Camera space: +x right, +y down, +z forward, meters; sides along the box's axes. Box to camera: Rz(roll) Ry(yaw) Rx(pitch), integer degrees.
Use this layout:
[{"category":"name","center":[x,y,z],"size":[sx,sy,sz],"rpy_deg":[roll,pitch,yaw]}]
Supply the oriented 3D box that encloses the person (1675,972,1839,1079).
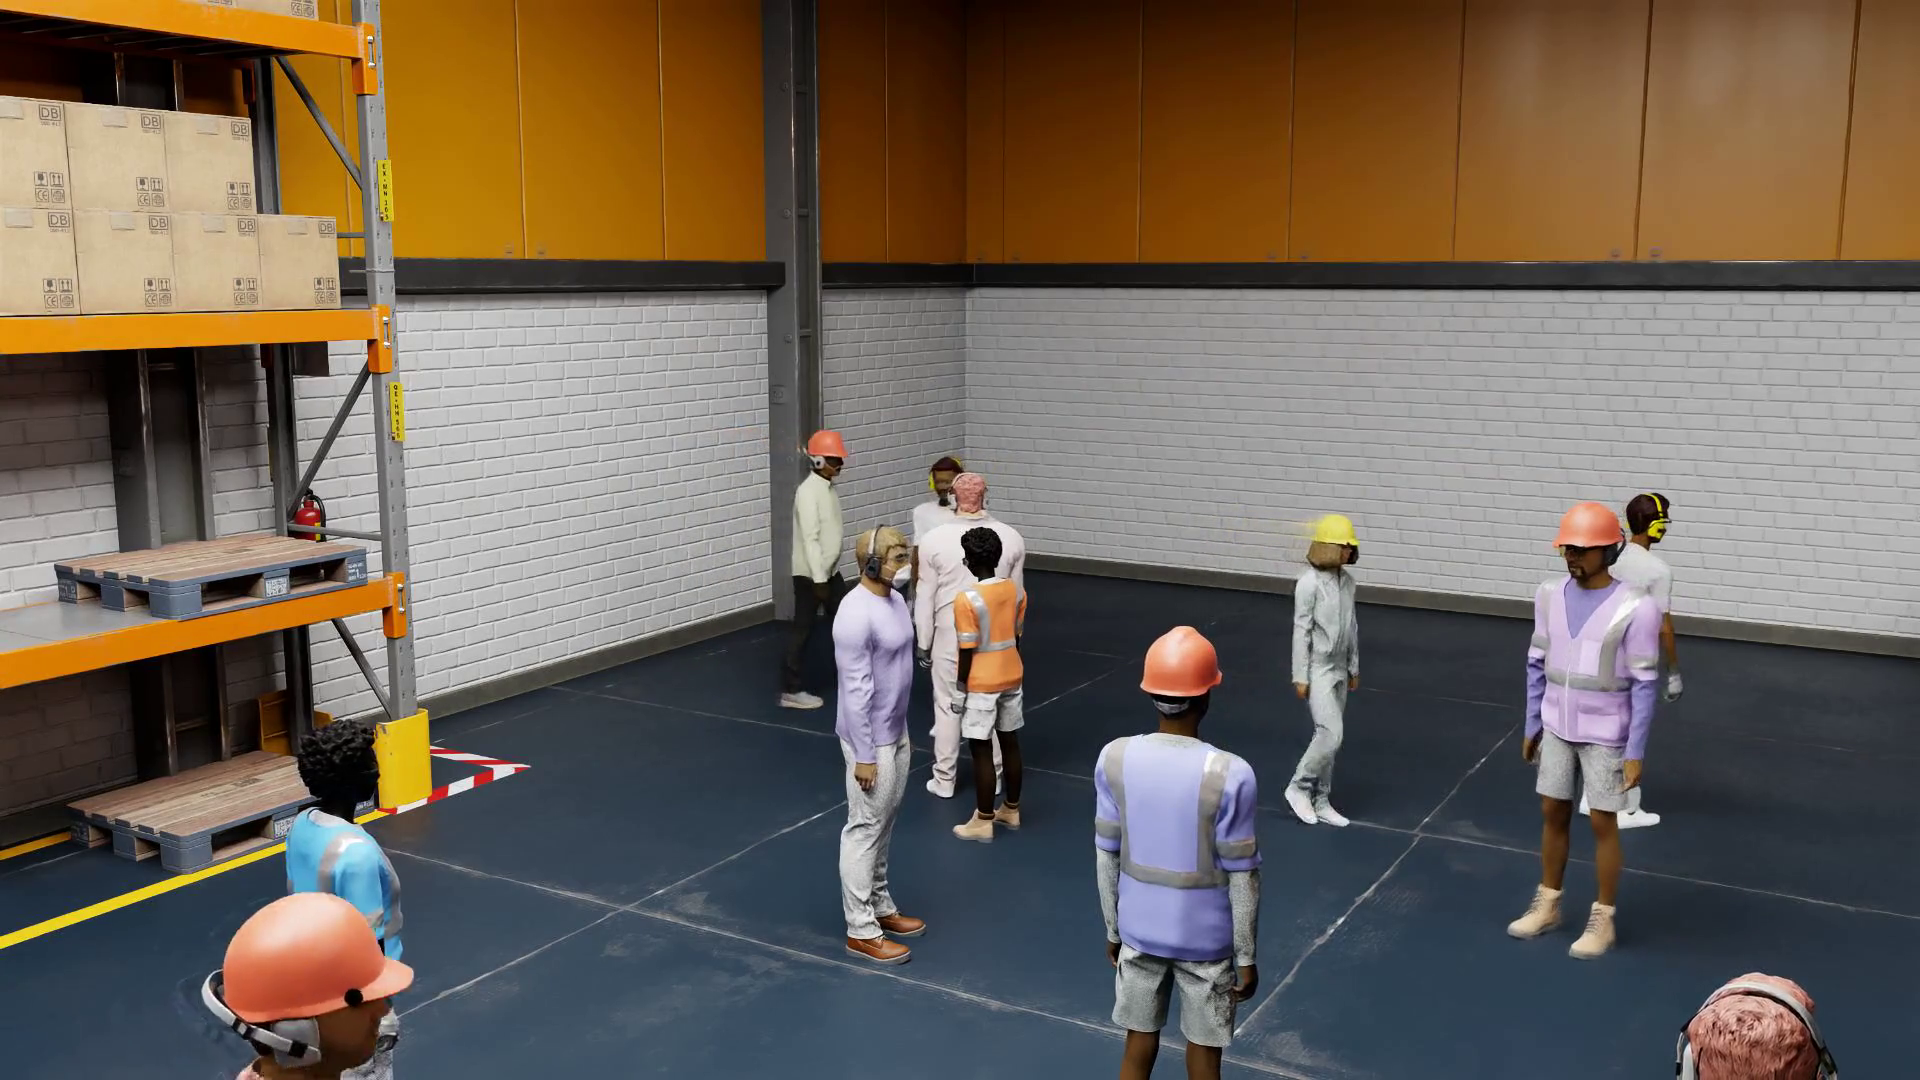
[{"category":"person","center":[1.269,1.648,2.798],"size":[0.636,1.900,0.402],"rpy_deg":[6,11,35]}]

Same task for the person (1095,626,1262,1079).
[{"category":"person","center":[0.692,1.229,5.256],"size":[0.545,1.943,0.347],"rpy_deg":[5,10,29]}]

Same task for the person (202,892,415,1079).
[{"category":"person","center":[-1.240,1.584,2.929],"size":[0.754,1.978,0.617],"rpy_deg":[-4,10,-22]}]

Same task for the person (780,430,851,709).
[{"category":"person","center":[-0.852,0.222,11.469],"size":[0.922,1.955,0.661],"rpy_deg":[2,9,15]}]

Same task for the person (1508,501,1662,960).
[{"category":"person","center":[2.760,0.838,7.386],"size":[0.391,2.042,0.613],"rpy_deg":[-7,11,-36]}]

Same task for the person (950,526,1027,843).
[{"category":"person","center":[0.149,0.769,8.903],"size":[0.322,1.692,0.533],"rpy_deg":[8,12,40]}]

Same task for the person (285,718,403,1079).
[{"category":"person","center":[-1.865,1.378,5.089],"size":[0.318,1.696,0.537],"rpy_deg":[-8,12,-41]}]

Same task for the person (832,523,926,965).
[{"category":"person","center":[-0.358,0.887,7.402],"size":[0.372,1.940,0.632],"rpy_deg":[2,9,13]}]

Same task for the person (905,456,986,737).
[{"category":"person","center":[-0.104,0.374,10.864],"size":[0.544,1.857,0.391],"rpy_deg":[3,9,16]}]

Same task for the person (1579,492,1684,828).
[{"category":"person","center":[3.658,0.661,9.064],"size":[0.396,1.858,0.574],"rpy_deg":[-4,10,-25]}]

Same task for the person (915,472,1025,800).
[{"category":"person","center":[0.047,0.556,9.615],"size":[0.646,1.897,0.398],"rpy_deg":[-2,9,-15]}]

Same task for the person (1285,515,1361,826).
[{"category":"person","center":[2.025,0.719,9.068],"size":[0.353,1.729,0.504],"rpy_deg":[9,13,43]}]
